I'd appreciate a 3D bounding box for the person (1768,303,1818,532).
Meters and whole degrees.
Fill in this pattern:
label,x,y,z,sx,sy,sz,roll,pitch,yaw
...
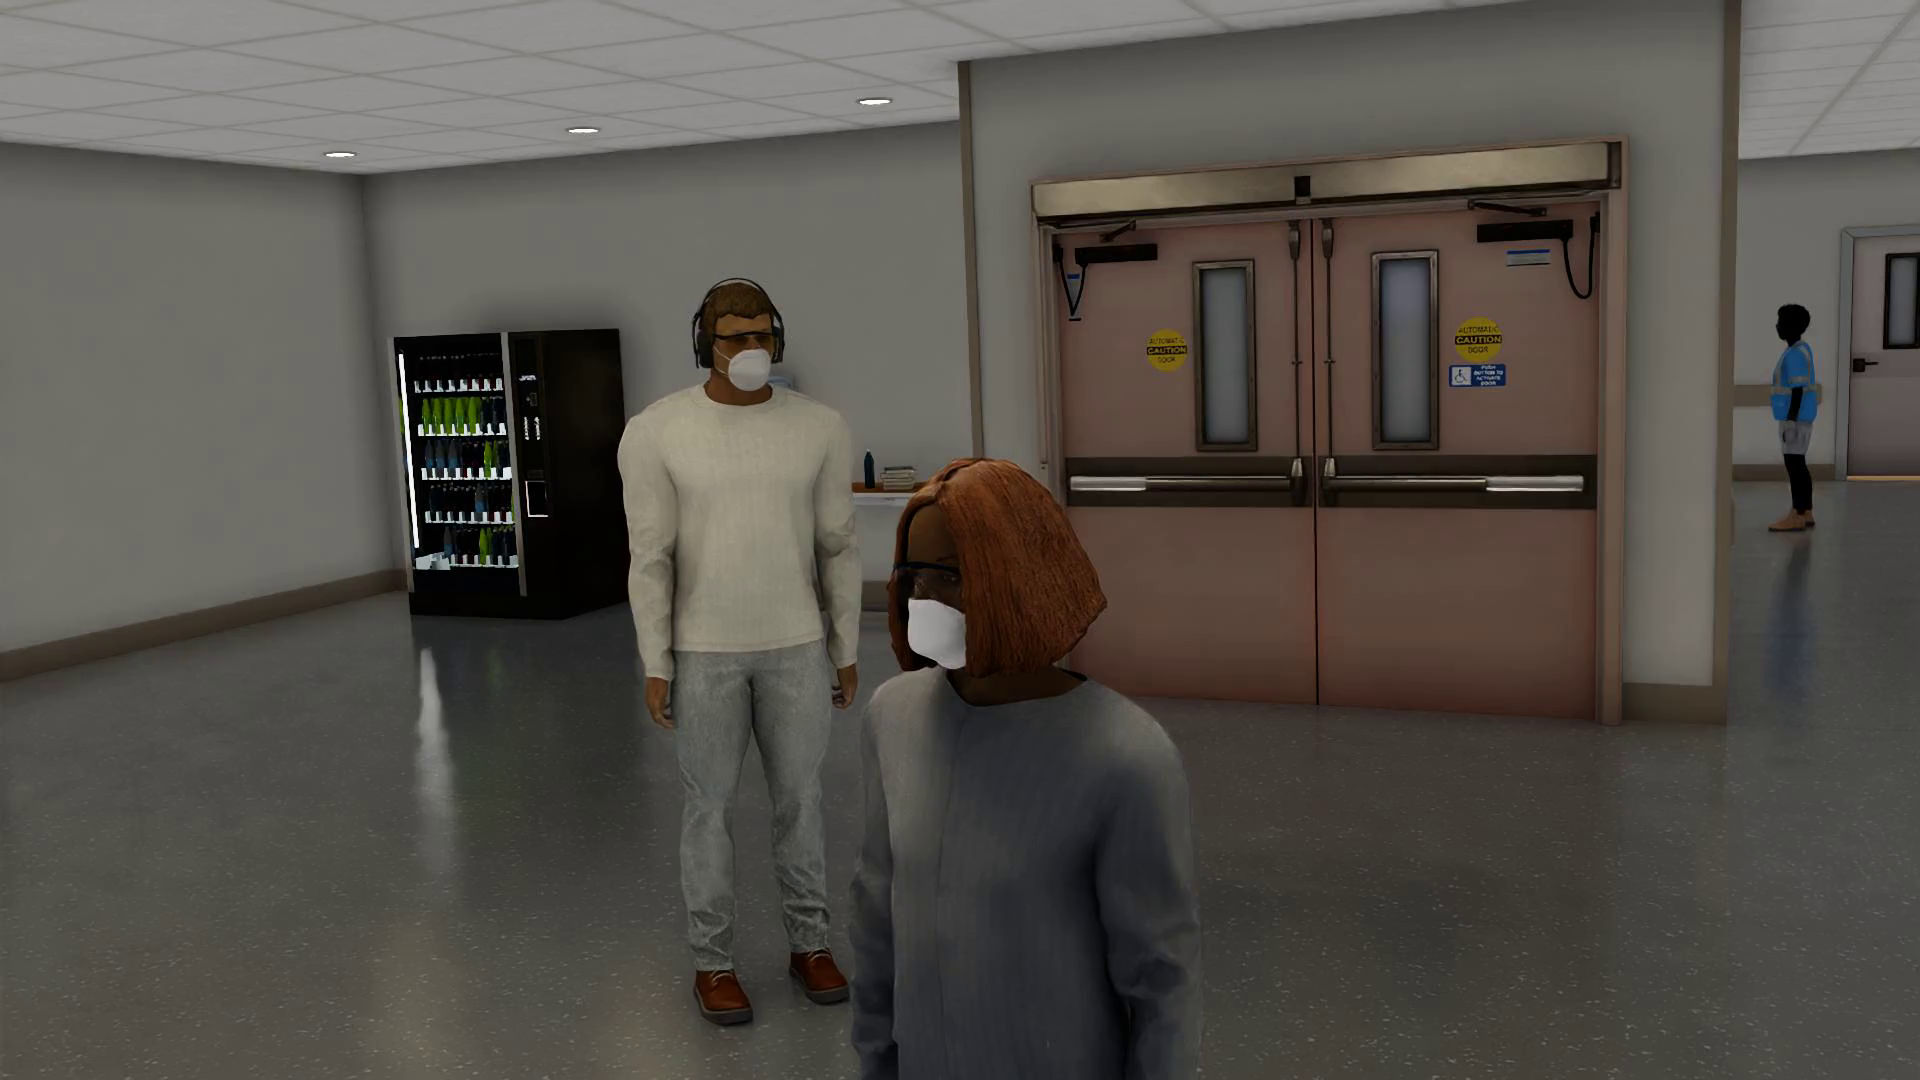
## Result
label,x,y,z,sx,sy,sz,roll,pitch,yaw
person,6.202,-0.907,12.374,0.316,1.696,0.543,2,8,28

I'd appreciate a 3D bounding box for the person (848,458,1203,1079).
label,x,y,z,sx,sy,sz,roll,pitch,yaw
person,0.062,0.712,2.032,0.507,1.633,0.277,4,10,41

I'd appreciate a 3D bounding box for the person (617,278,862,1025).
label,x,y,z,sx,sy,sz,roll,pitch,yaw
person,-0.550,0.290,4.368,0.622,1.932,0.368,-5,8,-19
